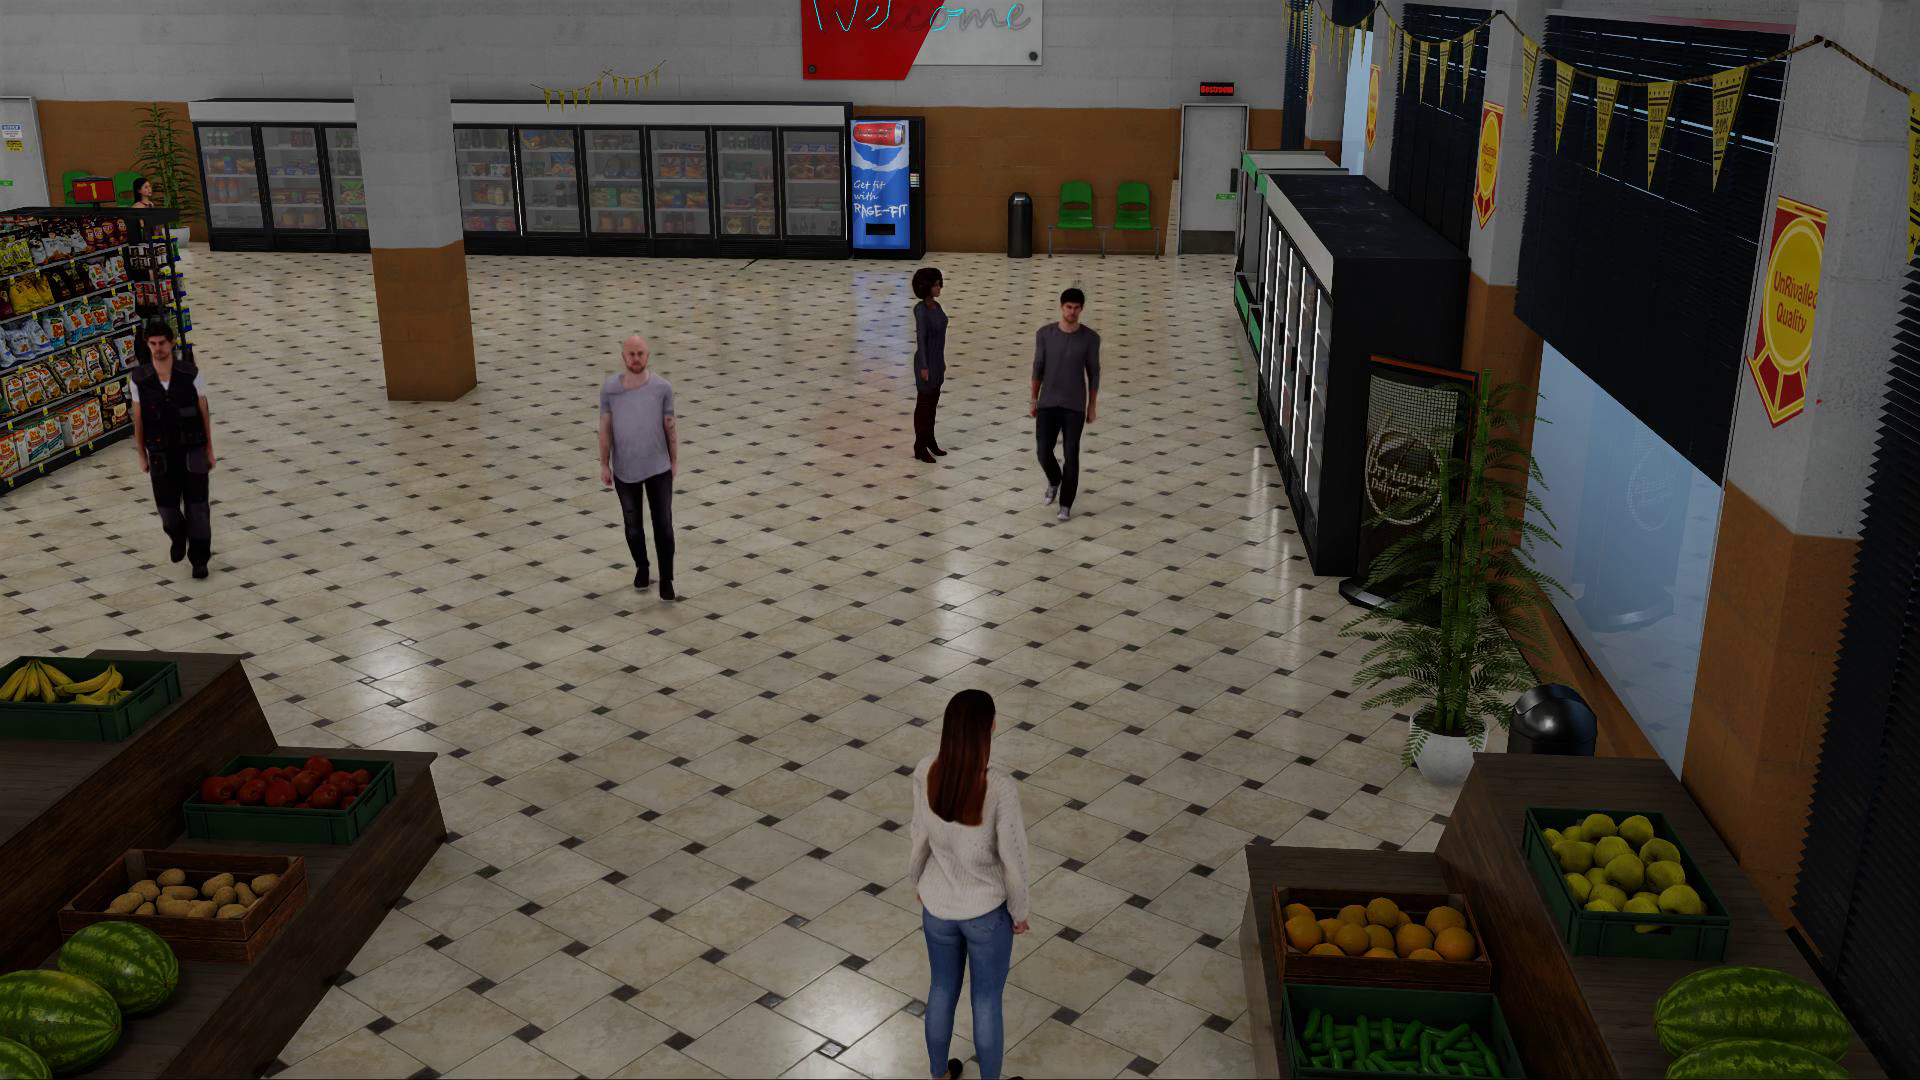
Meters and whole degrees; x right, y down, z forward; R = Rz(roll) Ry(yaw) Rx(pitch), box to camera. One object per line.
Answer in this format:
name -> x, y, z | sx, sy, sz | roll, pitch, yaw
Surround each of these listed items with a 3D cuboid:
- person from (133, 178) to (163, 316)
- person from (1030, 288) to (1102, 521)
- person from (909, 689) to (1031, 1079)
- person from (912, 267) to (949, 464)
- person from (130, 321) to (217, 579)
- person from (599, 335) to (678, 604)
person -> -10.097, -3.624, 20.763 | 0.752, 1.773, 0.639 | -1, 19, -2
person -> 0.833, -1.089, 13.154 | 0.744, 1.832, 0.761 | 4, 19, 12
person -> 0.031, 1.345, 6.155 | 0.701, 1.692, 0.688 | 10, 21, 27
person -> -0.277, -1.557, 14.733 | 0.698, 1.710, 0.556 | 8, 20, 22
person -> -5.571, -0.657, 11.864 | 0.832, 1.838, 0.917 | -8, 20, -22
person -> -2.207, -0.526, 11.510 | 0.747, 1.816, 0.922 | -1, 19, -3
